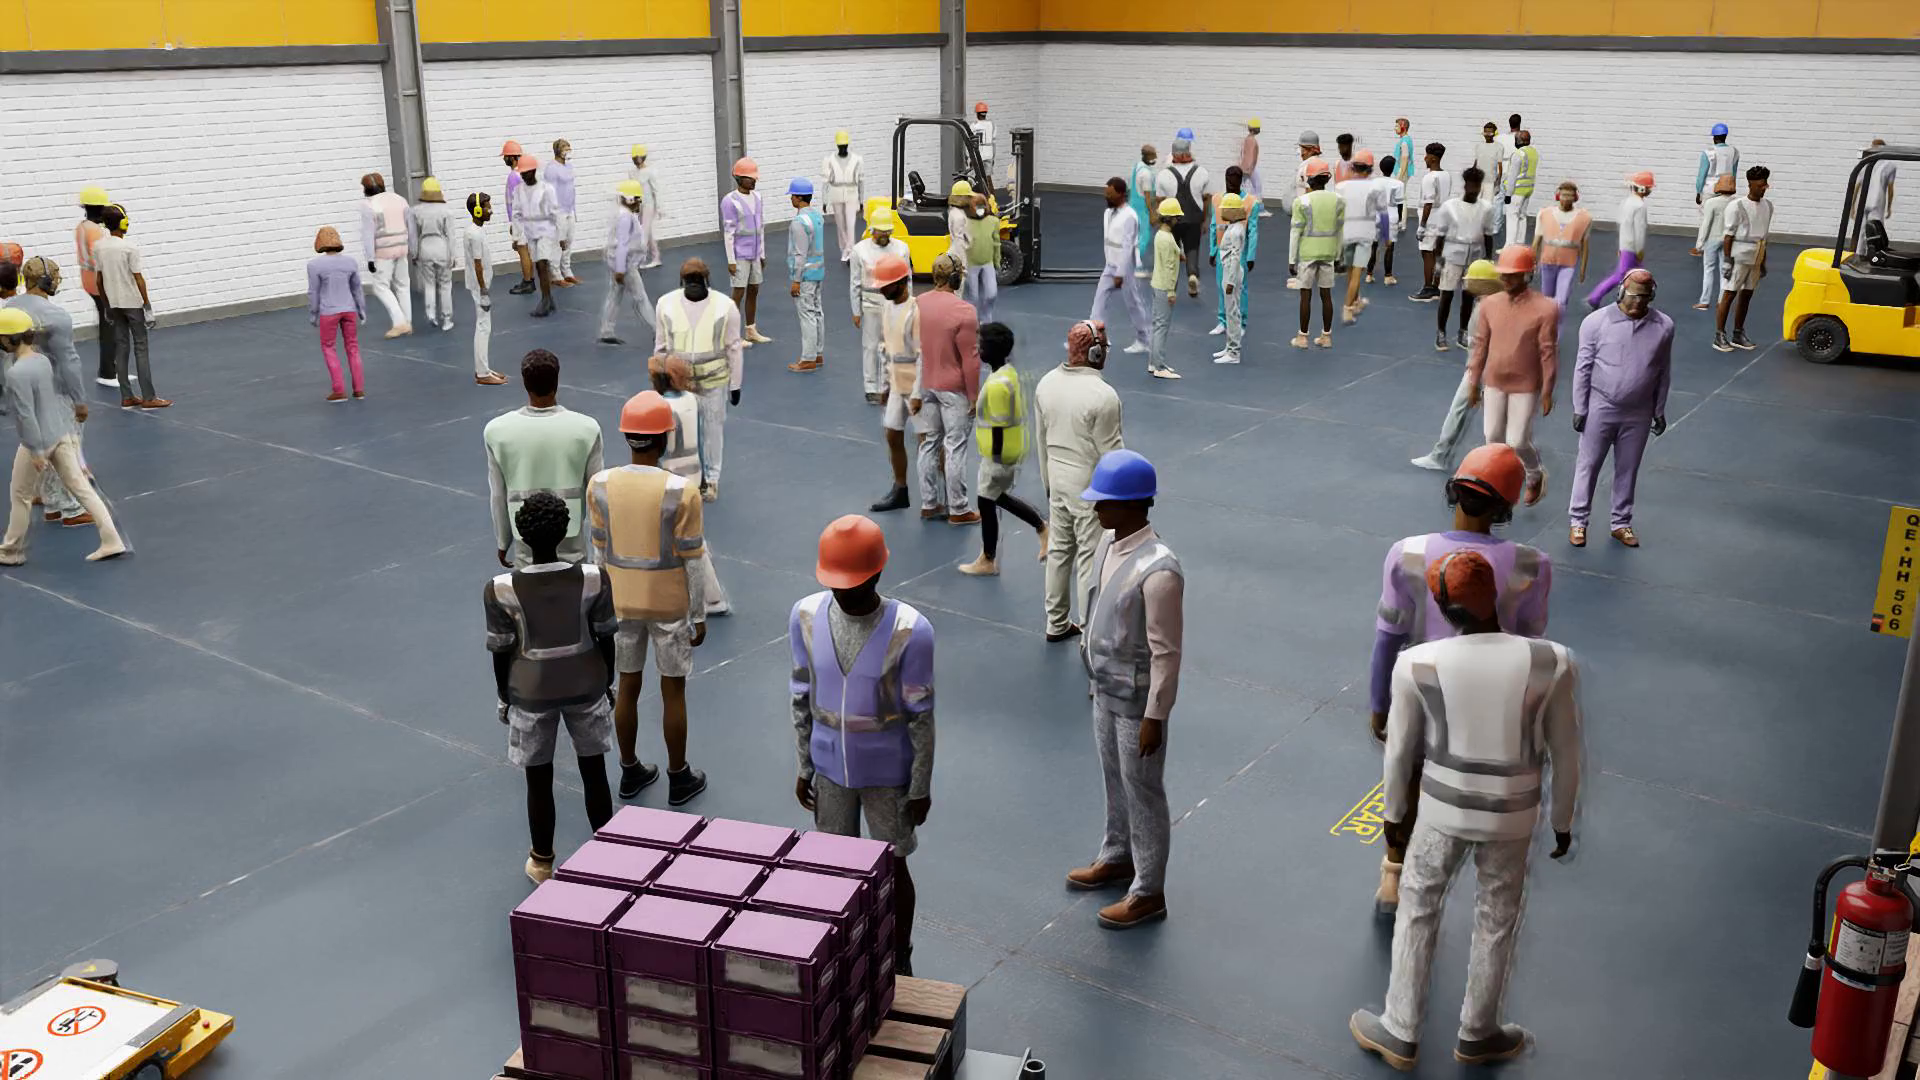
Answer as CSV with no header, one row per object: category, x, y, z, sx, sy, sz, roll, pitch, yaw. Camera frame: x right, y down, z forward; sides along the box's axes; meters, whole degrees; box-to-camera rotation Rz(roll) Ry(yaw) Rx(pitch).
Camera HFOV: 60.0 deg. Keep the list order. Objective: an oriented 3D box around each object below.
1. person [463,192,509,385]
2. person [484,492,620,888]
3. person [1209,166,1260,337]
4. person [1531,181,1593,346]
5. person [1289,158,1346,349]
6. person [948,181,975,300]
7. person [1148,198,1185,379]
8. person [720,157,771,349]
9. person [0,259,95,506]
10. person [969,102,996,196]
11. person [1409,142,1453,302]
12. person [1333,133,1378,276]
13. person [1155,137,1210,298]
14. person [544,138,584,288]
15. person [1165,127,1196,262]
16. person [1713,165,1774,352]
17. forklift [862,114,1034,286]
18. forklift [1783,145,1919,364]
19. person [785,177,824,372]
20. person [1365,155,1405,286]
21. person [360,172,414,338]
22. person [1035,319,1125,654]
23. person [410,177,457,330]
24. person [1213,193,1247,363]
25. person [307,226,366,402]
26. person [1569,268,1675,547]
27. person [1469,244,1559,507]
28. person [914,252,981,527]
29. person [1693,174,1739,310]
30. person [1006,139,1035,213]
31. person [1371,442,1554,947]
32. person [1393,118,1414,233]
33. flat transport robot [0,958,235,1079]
person,-4.637,-2.436,16.178,0.332,1.859,0.506,-6,19,-17
person,-1.658,0.628,6.849,0.535,1.697,0.318,-7,19,-21
person,3.045,-3.205,18.516,0.585,1.903,0.406,15,23,39
person,6.466,-2.970,17.958,0.584,1.806,0.954,8,19,24
person,3.804,-3.059,17.847,0.610,2.039,0.397,-4,18,-12
person,0.004,-3.090,18.404,0.322,1.743,0.489,-1,18,-4
person,2.049,-2.493,16.499,0.308,1.769,0.525,-1,18,-4
person,-2.283,-3.079,17.899,0.397,2.034,0.605,11,21,31
person,-6.680,-1.103,12.037,0.594,1.841,0.534,12,21,32
person,0.391,-6.972,30.255,0.542,1.928,0.398,-11,21,-31
person,5.897,-3.972,20.806,0.362,1.960,0.613,15,23,38
person,5.417,-4.609,22.850,0.722,1.935,0.666,-12,21,-33
person,2.767,-4.019,20.827,0.693,2.000,0.647,0,18,1
person,-5.231,-4.298,21.891,0.377,1.931,0.624,4,18,12
person,3.162,-4.915,23.805,0.429,1.940,0.615,16,24,41
person,8.396,-3.005,17.776,0.611,1.965,0.362,-7,19,-21
forklift,-0.171,-4.594,22.377,2.313,2.155,1.214,1,18,3
forklift,9.803,-2.879,17.013,2.313,2.155,1.214,12,21,33
person,-1.553,-2.668,16.753,0.389,1.948,0.607,4,18,12
person,5.616,-4.224,22.037,0.548,1.698,0.319,12,21,33
person,-6.323,-3.180,18.577,0.486,1.828,0.795,11,21,31
person,0.710,-0.296,9.399,0.407,1.910,0.638,-13,22,-36
person,-5.976,-3.252,18.937,0.506,1.723,0.412,-2,18,-5
person,2.784,-2.702,17.192,0.310,1.741,0.494,2,18,8
person,-5.787,-2.096,15.497,0.304,1.622,0.516,15,23,39
person,4.467,-0.883,11.247,0.639,1.902,0.407,1,18,2
person,3.948,-1.122,11.860,0.551,1.978,0.647,-15,23,-40
person,-0.096,-1.057,11.727,0.628,1.940,0.373,15,23,39
person,9.226,-3.617,20.227,0.509,1.632,0.267,-2,18,-7
person,0.892,-5.163,24.735,0.404,1.837,0.590,-5,18,-15
person,1.909,0.602,6.416,0.617,2.012,0.526,7,19,21
person,7.226,-5.942,27.156,0.374,1.843,0.569,4,18,13
flat transport robot,-3.130,1.837,5.372,0.652,0.197,1.431,6,19,19
